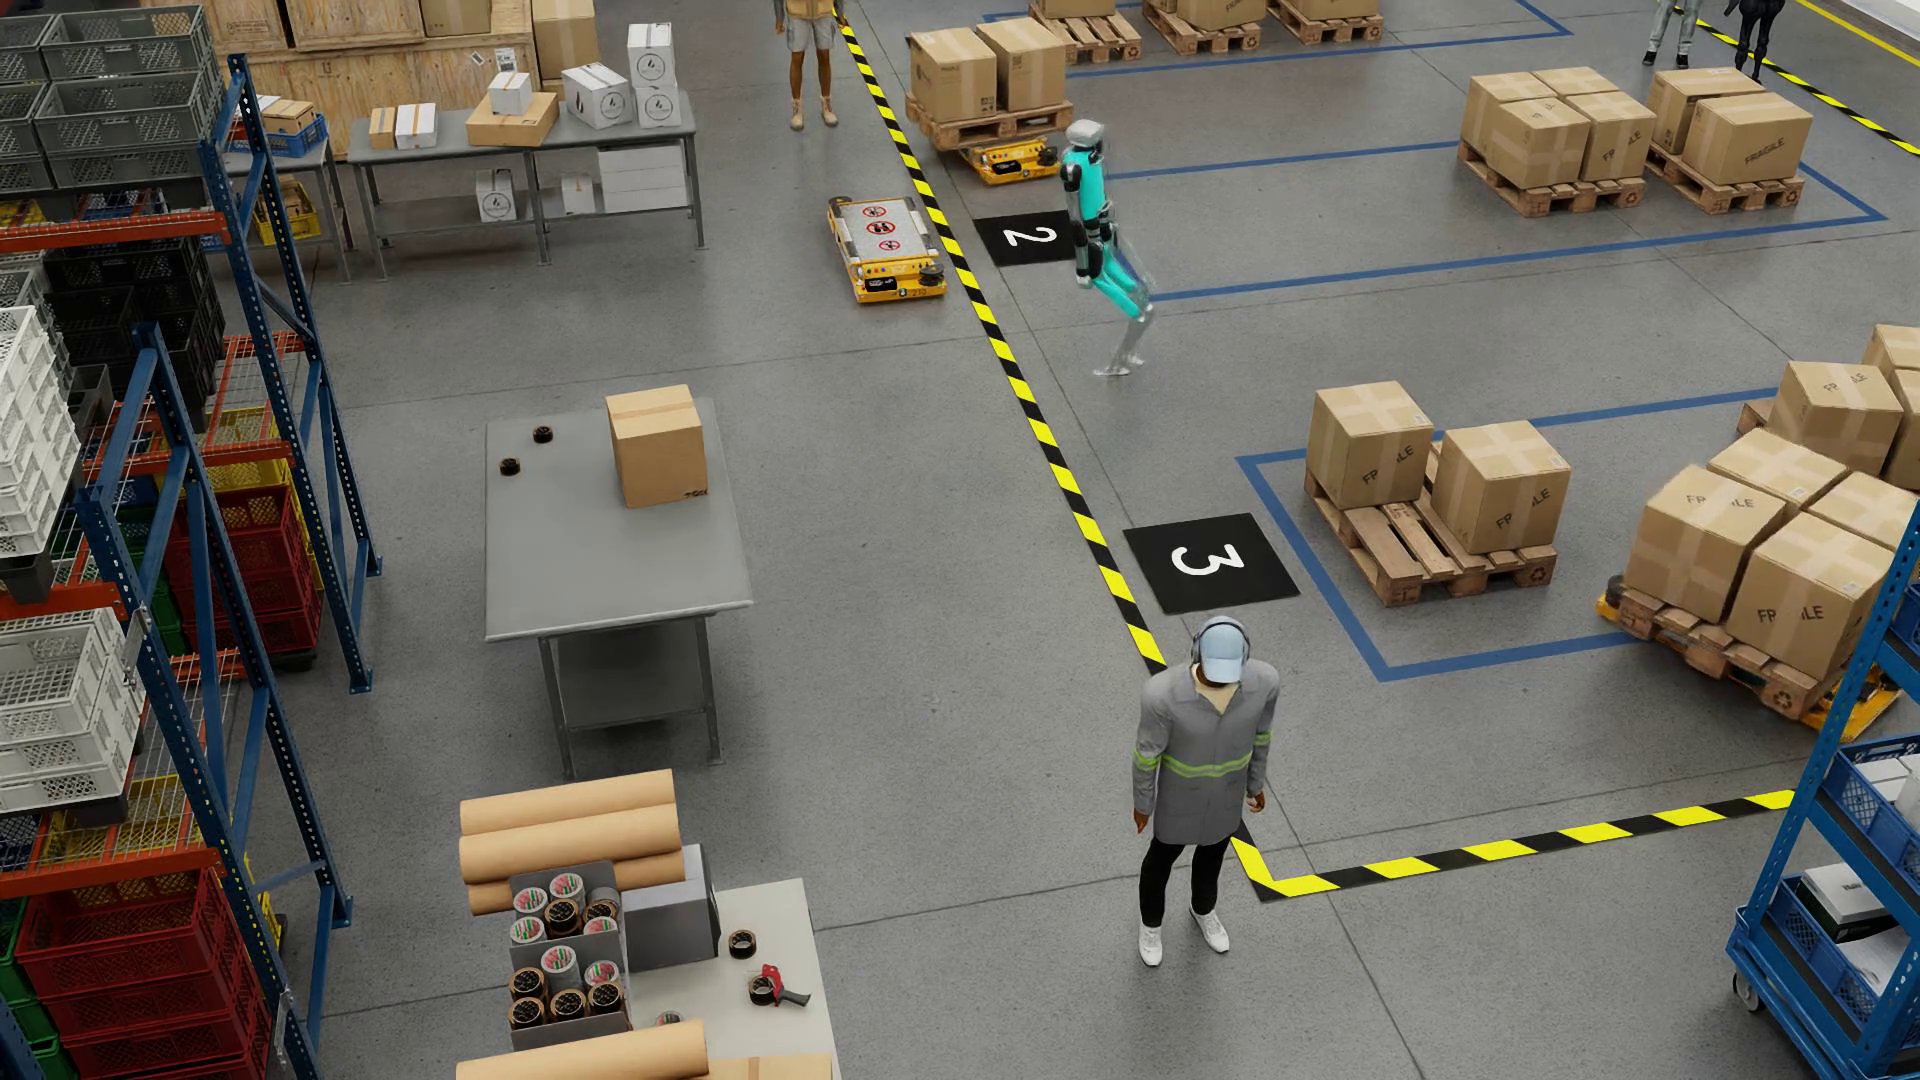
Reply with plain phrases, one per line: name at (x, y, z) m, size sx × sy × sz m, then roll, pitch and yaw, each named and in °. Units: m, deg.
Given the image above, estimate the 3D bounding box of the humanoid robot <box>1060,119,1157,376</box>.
humanoid robot at (1.029, -1.823, 10.780) m, size 0.801 × 1.769 × 0.551 m, roll 13°, pitch 39°, yaw 17°

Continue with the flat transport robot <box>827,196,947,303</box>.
flat transport robot at (-0.570, -2.220, 12.538) m, size 0.659 × 0.231 × 1.431 m, roll -8°, pitch 37°, yaw -10°

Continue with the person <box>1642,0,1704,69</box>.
person at (6.745, -5.286, 15.344) m, size 0.592 × 1.837 × 0.404 m, roll 11°, pitch 38°, yaw 14°

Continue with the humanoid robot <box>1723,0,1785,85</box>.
humanoid robot at (7.205, -4.904, 14.950) m, size 0.599 × 1.659 × 0.315 m, roll -13°, pitch 39°, yaw -17°

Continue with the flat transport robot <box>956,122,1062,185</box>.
flat transport robot at (0.263, -3.435, 14.147) m, size 0.652 × 0.197 × 1.431 m, roll -14°, pitch 39°, yaw -18°

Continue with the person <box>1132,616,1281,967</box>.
person at (0.997, 1.038, 6.832) m, size 0.595 × 1.849 × 0.393 m, roll -8°, pitch 37°, yaw -10°

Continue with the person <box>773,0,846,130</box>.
person at (-1.270, -4.493, 14.108) m, size 0.613 × 2.040 × 0.390 m, roll -8°, pitch 37°, yaw -11°

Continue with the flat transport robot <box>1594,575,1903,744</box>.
flat transport robot at (4.208, 0.505, 8.851) m, size 0.652 × 0.197 × 1.431 m, roll -28°, pitch 45°, yaw -32°
